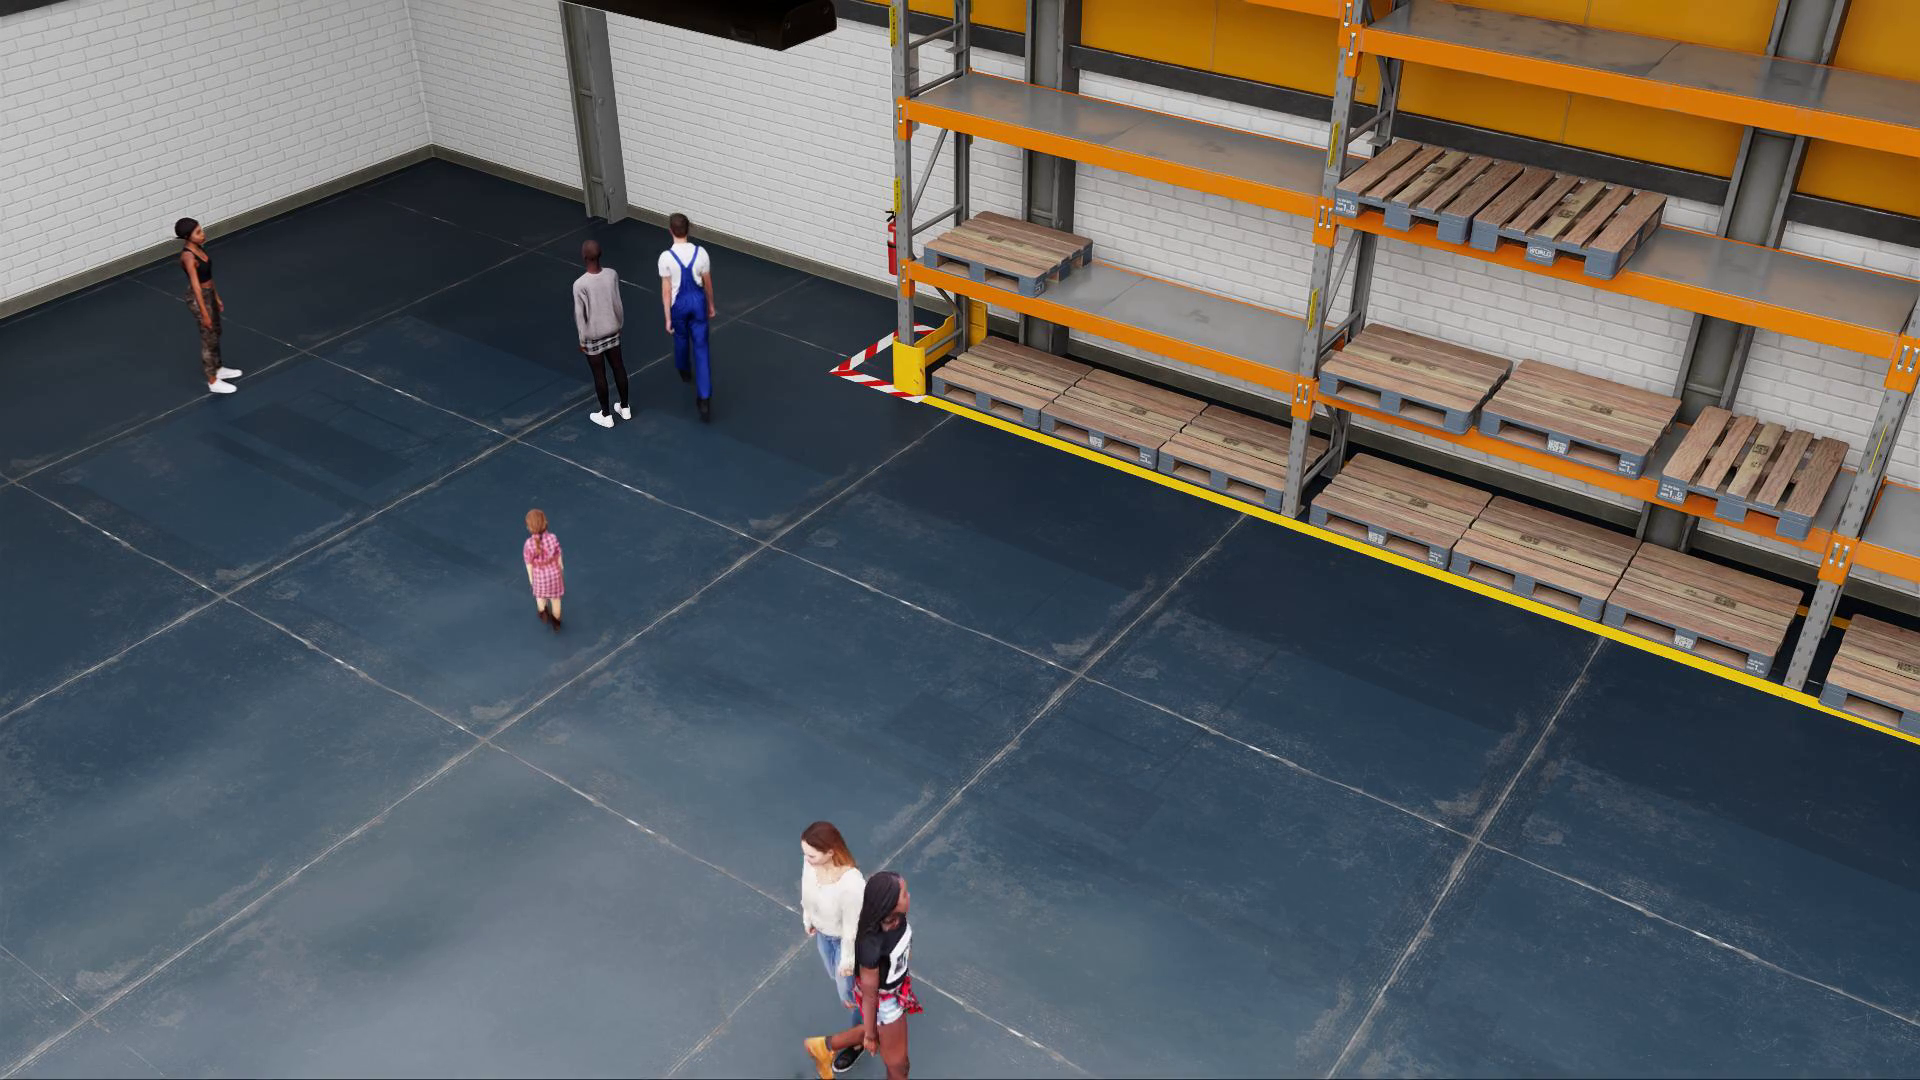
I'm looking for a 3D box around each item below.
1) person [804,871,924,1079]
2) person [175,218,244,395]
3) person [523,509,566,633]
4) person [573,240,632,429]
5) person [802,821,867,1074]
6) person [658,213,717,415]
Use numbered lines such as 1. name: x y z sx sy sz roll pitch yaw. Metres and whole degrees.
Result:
1. person: -0.471 2.360 8.568 1.144 1.695 0.841 11 35 16
2. person: -7.004 -2.191 15.415 0.720 1.695 0.659 -6 34 -9
3. person: -3.072 0.250 12.359 0.564 1.012 0.638 -11 35 -17
4. person: -3.194 -1.850 14.832 0.657 1.772 0.592 -28 43 -36
5. person: -0.609 2.086 9.004 0.875 1.670 0.818 26 41 33
6. person: -2.434 -2.016 15.058 1.173 1.798 1.351 -10 35 -15
